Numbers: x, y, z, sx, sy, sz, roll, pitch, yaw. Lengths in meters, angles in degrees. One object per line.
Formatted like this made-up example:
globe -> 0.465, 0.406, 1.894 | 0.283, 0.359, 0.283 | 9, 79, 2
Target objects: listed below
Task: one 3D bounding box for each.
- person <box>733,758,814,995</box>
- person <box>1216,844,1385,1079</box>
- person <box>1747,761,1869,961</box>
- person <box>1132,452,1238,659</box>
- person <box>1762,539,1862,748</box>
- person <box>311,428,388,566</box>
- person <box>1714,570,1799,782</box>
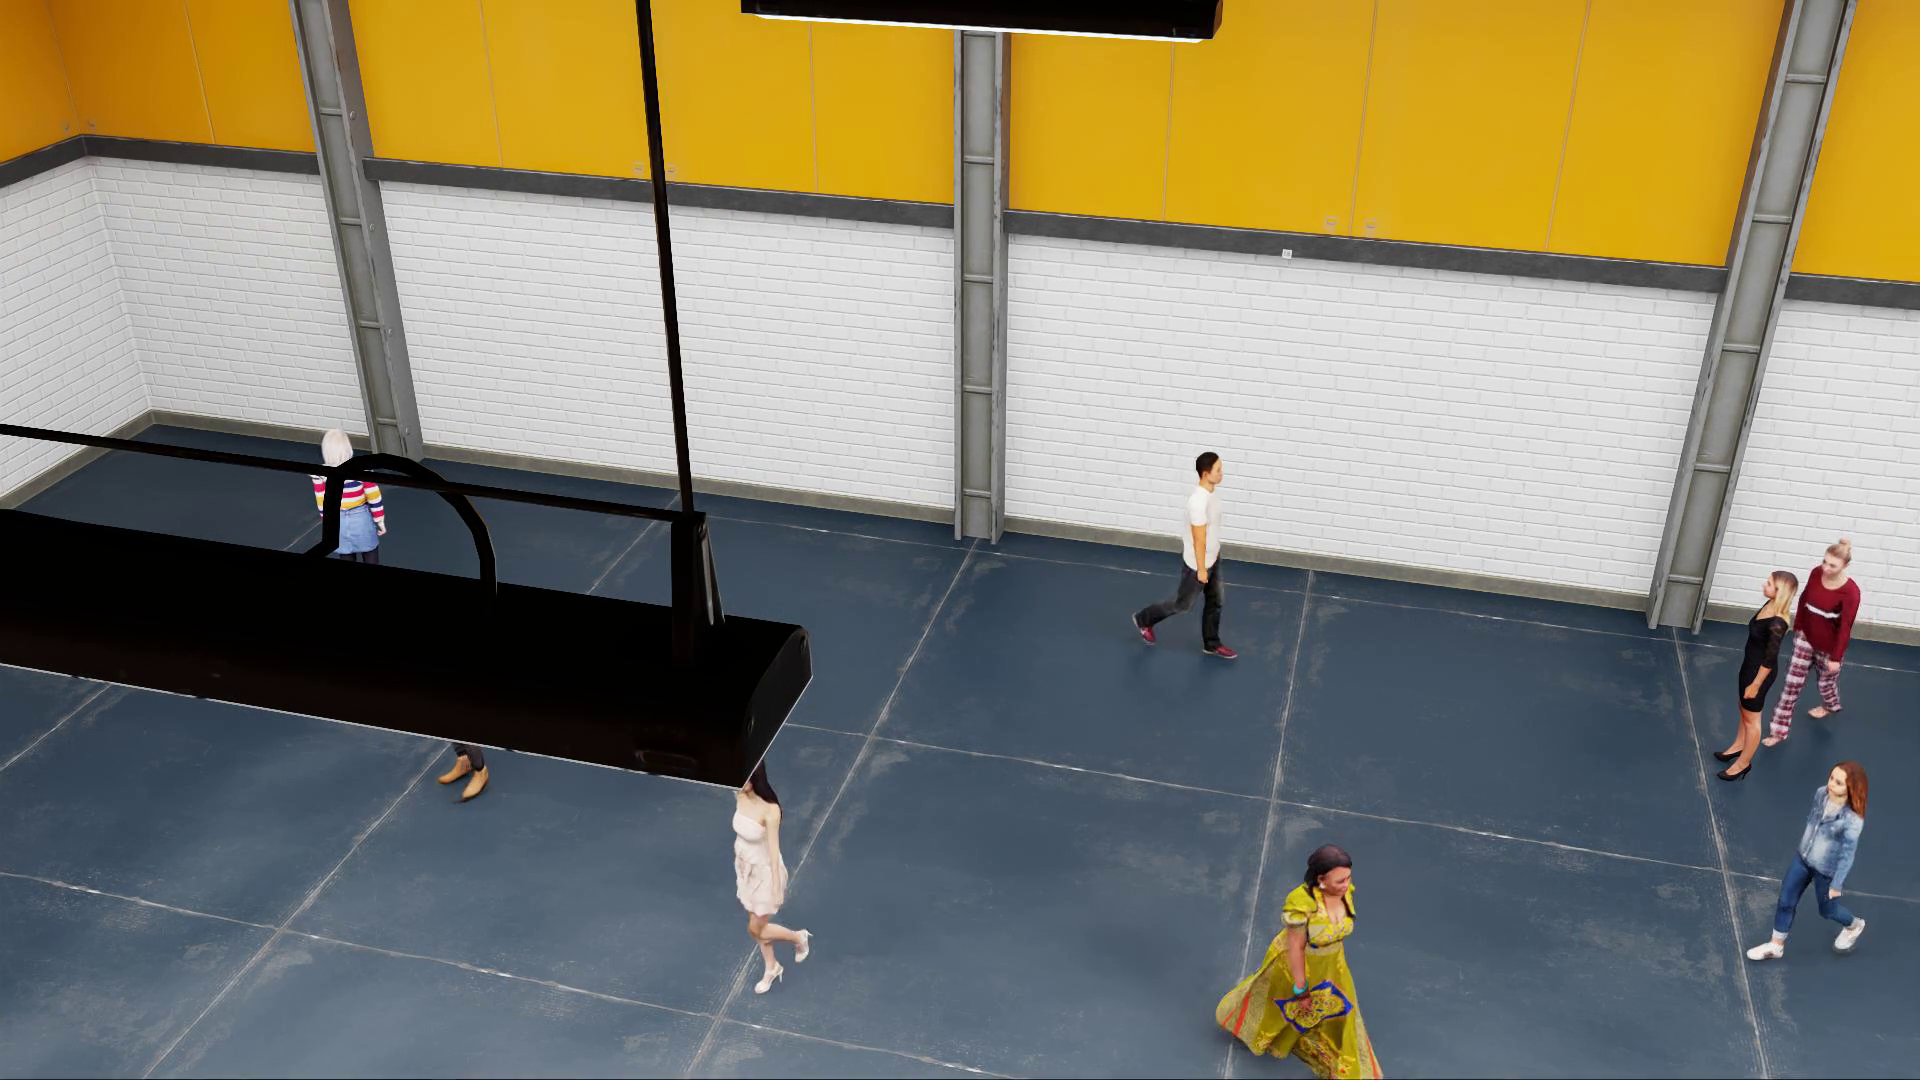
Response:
person -> -1.097, 1.952, 9.833 | 0.833, 1.721, 0.782 | -22, 35, -34
person -> 1.862, 2.338, 9.256 | 1.222, 1.606, 1.324 | -17, 33, -29
person -> 5.297, 1.966, 10.090 | 1.053, 1.450, 0.866 | -7, 29, -13
person -> 1.806, 0.137, 13.113 | 1.147, 1.777, 0.806 | 14, 31, 23
person -> 6.332, 0.732, 12.140 | 1.100, 1.653, 1.070 | -16, 32, -26
person -> -4.923, -0.094, 13.496 | 0.609, 1.806, 0.781 | -4, 29, -7
person -> 5.624, 0.947, 11.722 | 0.472, 1.676, 0.558 | 9, 30, 16
